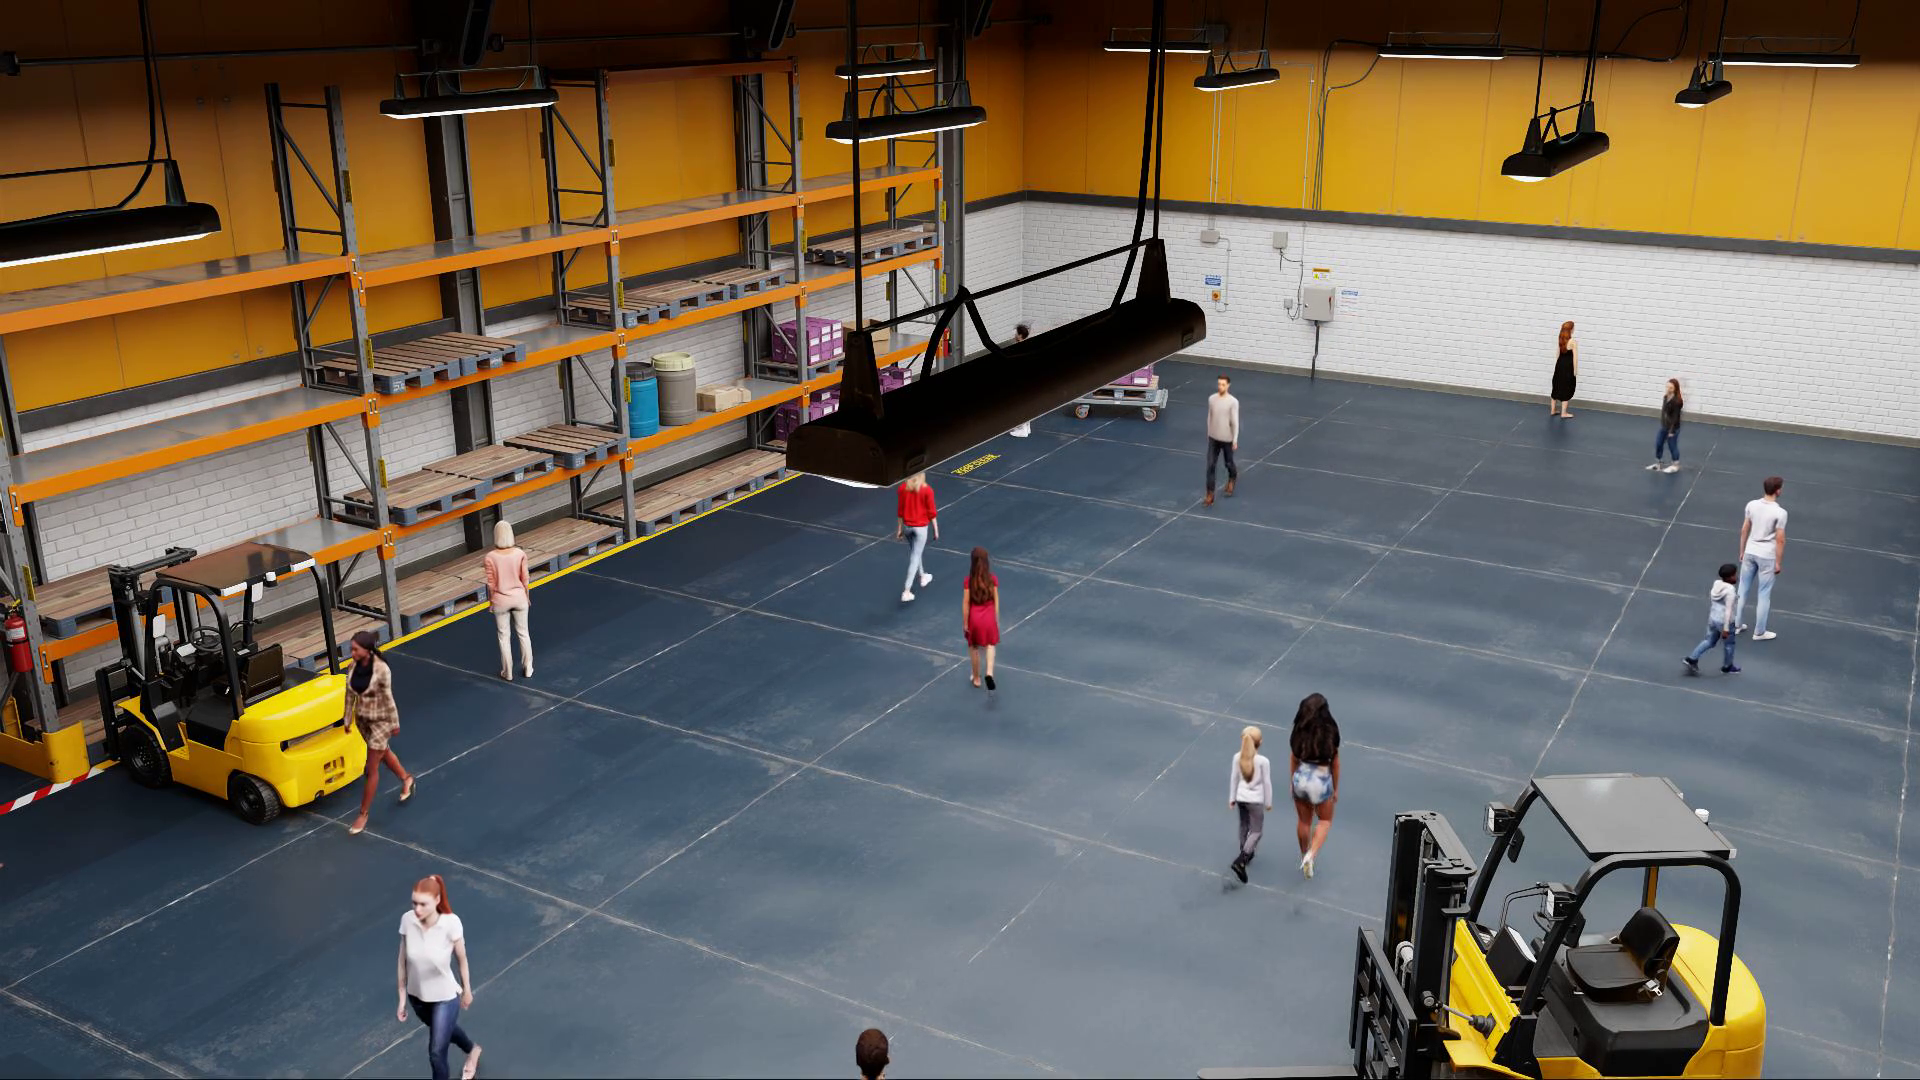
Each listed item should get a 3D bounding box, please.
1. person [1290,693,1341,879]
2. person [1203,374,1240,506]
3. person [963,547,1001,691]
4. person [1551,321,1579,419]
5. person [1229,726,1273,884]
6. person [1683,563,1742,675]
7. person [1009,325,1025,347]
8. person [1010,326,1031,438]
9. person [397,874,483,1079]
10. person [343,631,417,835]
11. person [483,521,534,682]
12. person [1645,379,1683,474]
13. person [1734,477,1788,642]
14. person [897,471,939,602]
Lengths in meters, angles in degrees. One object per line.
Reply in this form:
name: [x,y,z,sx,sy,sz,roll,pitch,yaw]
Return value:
person: [2.823,2.039,13.384,0.576,1.608,0.706,9,21,26]
person: [3.705,-1.427,23.331,0.665,1.828,1.219,11,21,29]
person: [0.233,0.840,17.056,0.796,1.537,0.912,-2,19,-5]
person: [10.169,-2.881,27.969,0.706,1.625,0.667,-10,21,-28]
person: [2.351,2.158,13.579,0.559,1.259,0.832,16,24,39]
person: [7.962,0.840,17.509,0.859,1.247,0.840,-3,19,-9]
person: [1.033,-2.881,28.139,0.612,1.515,0.999,9,20,24]
person: [1.027,-2.556,26.746,0.731,1.789,0.560,7,20,20]
person: [-3.324,2.894,10.700,0.798,1.702,1.200,4,19,11]
person: [-5.035,1.606,14.463,0.698,1.741,1.132,7,20,21]
person: [-4.721,0.626,17.398,0.647,1.725,0.744,-8,20,-24]
person: [10.596,-1.691,24.712,0.843,1.448,0.781,-3,19,-8]
person: [8.902,0.191,18.495,0.717,1.850,0.725,-11,22,-30]
person: [-0.547,-0.073,19.581,0.736,1.656,1.172,8,20,22]
